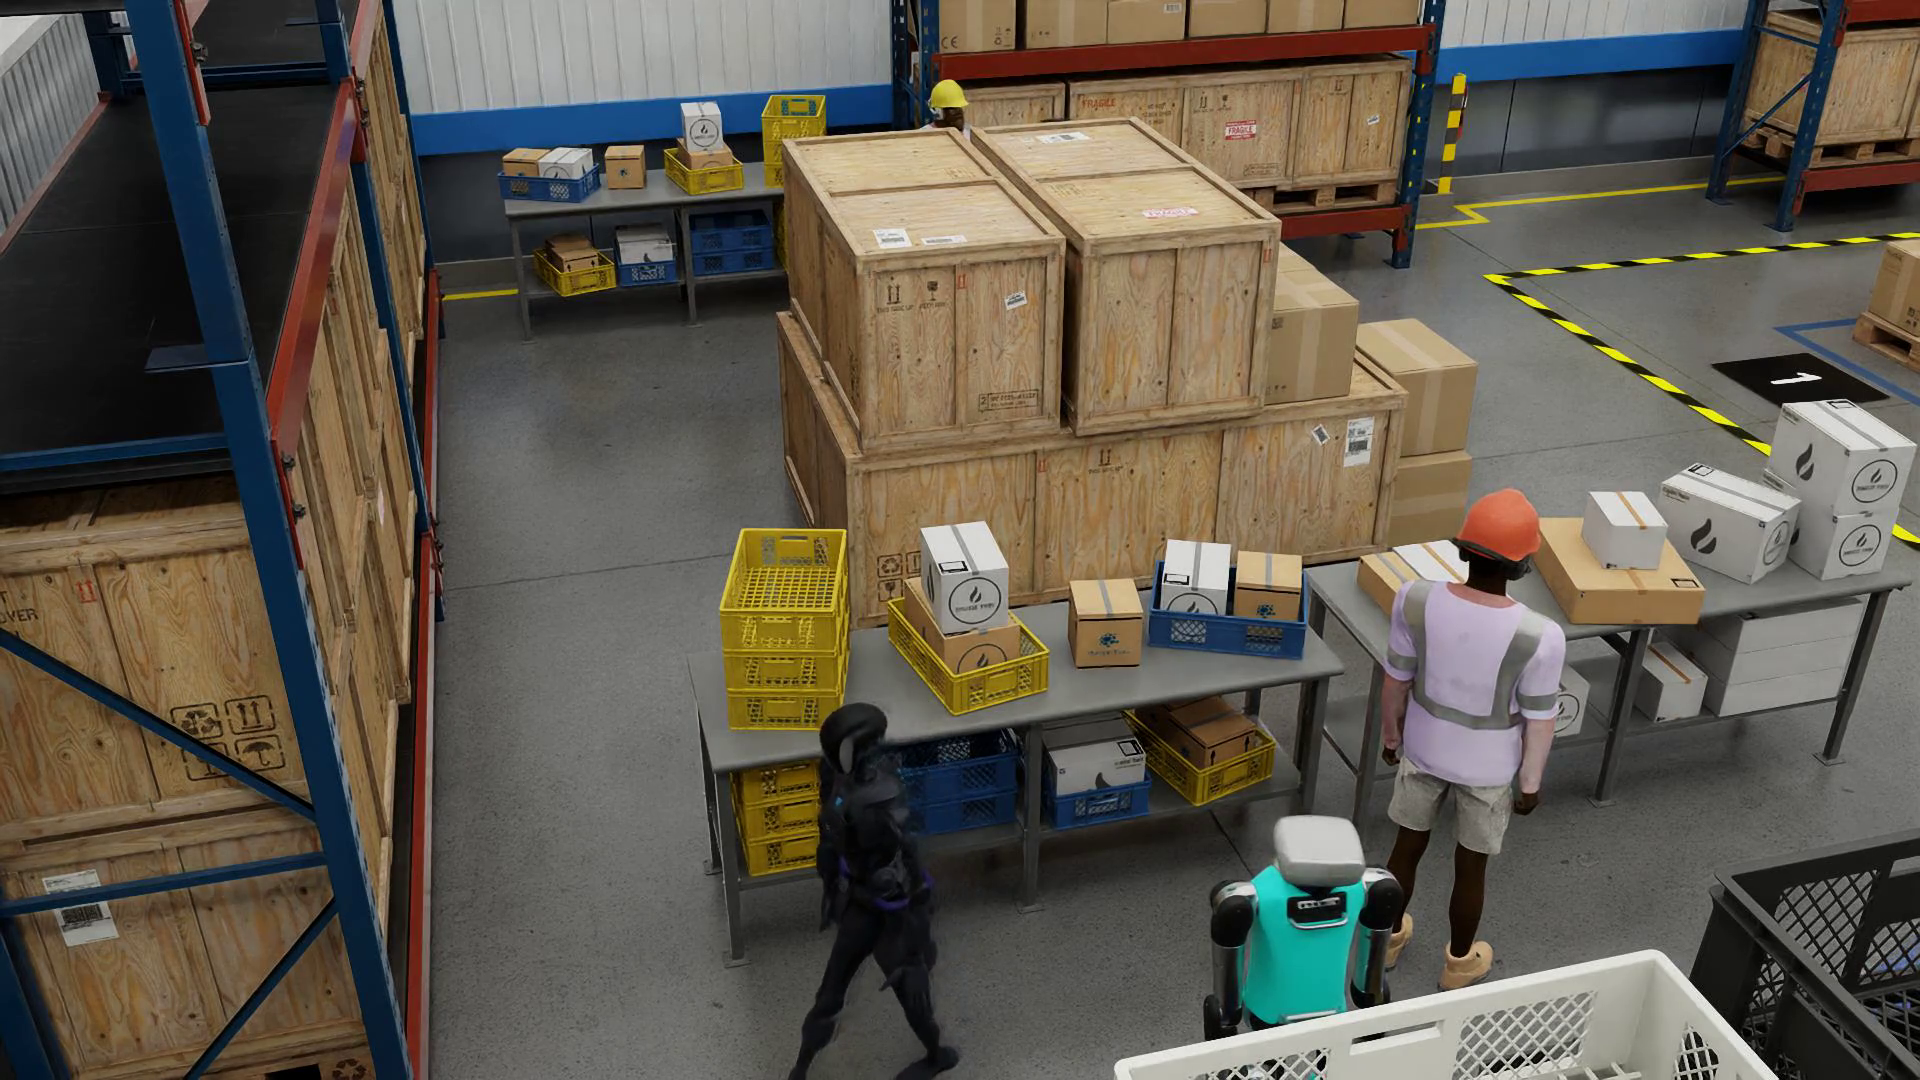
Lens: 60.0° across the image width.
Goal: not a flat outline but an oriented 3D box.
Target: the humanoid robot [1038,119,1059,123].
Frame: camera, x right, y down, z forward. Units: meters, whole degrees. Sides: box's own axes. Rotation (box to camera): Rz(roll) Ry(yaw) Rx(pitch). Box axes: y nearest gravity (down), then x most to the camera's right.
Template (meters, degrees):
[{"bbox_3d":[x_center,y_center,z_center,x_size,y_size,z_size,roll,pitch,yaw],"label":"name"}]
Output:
[{"bbox_3d":[0.647,-2.049,11.378,0.338,1.643,0.603,-4,29,-7],"label":"humanoid robot"}]

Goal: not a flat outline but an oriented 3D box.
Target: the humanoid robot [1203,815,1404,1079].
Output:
[{"bbox_3d":[0.974,1.614,4.568,0.530,1.693,0.737,-5,29,-9],"label":"humanoid robot"}]

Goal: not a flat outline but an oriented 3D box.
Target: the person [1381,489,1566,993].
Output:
[{"bbox_3d":[1.786,0.745,5.928,0.606,2.044,0.369,18,34,29],"label":"person"}]

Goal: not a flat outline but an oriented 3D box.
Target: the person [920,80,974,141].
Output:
[{"bbox_3d":[-0.085,-2.297,11.660,0.589,1.837,0.404,-23,37,-36],"label":"person"}]

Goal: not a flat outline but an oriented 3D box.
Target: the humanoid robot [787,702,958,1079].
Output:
[{"bbox_3d":[-0.321,1.260,5.402,0.749,1.629,0.610,-21,35,-33],"label":"humanoid robot"}]
